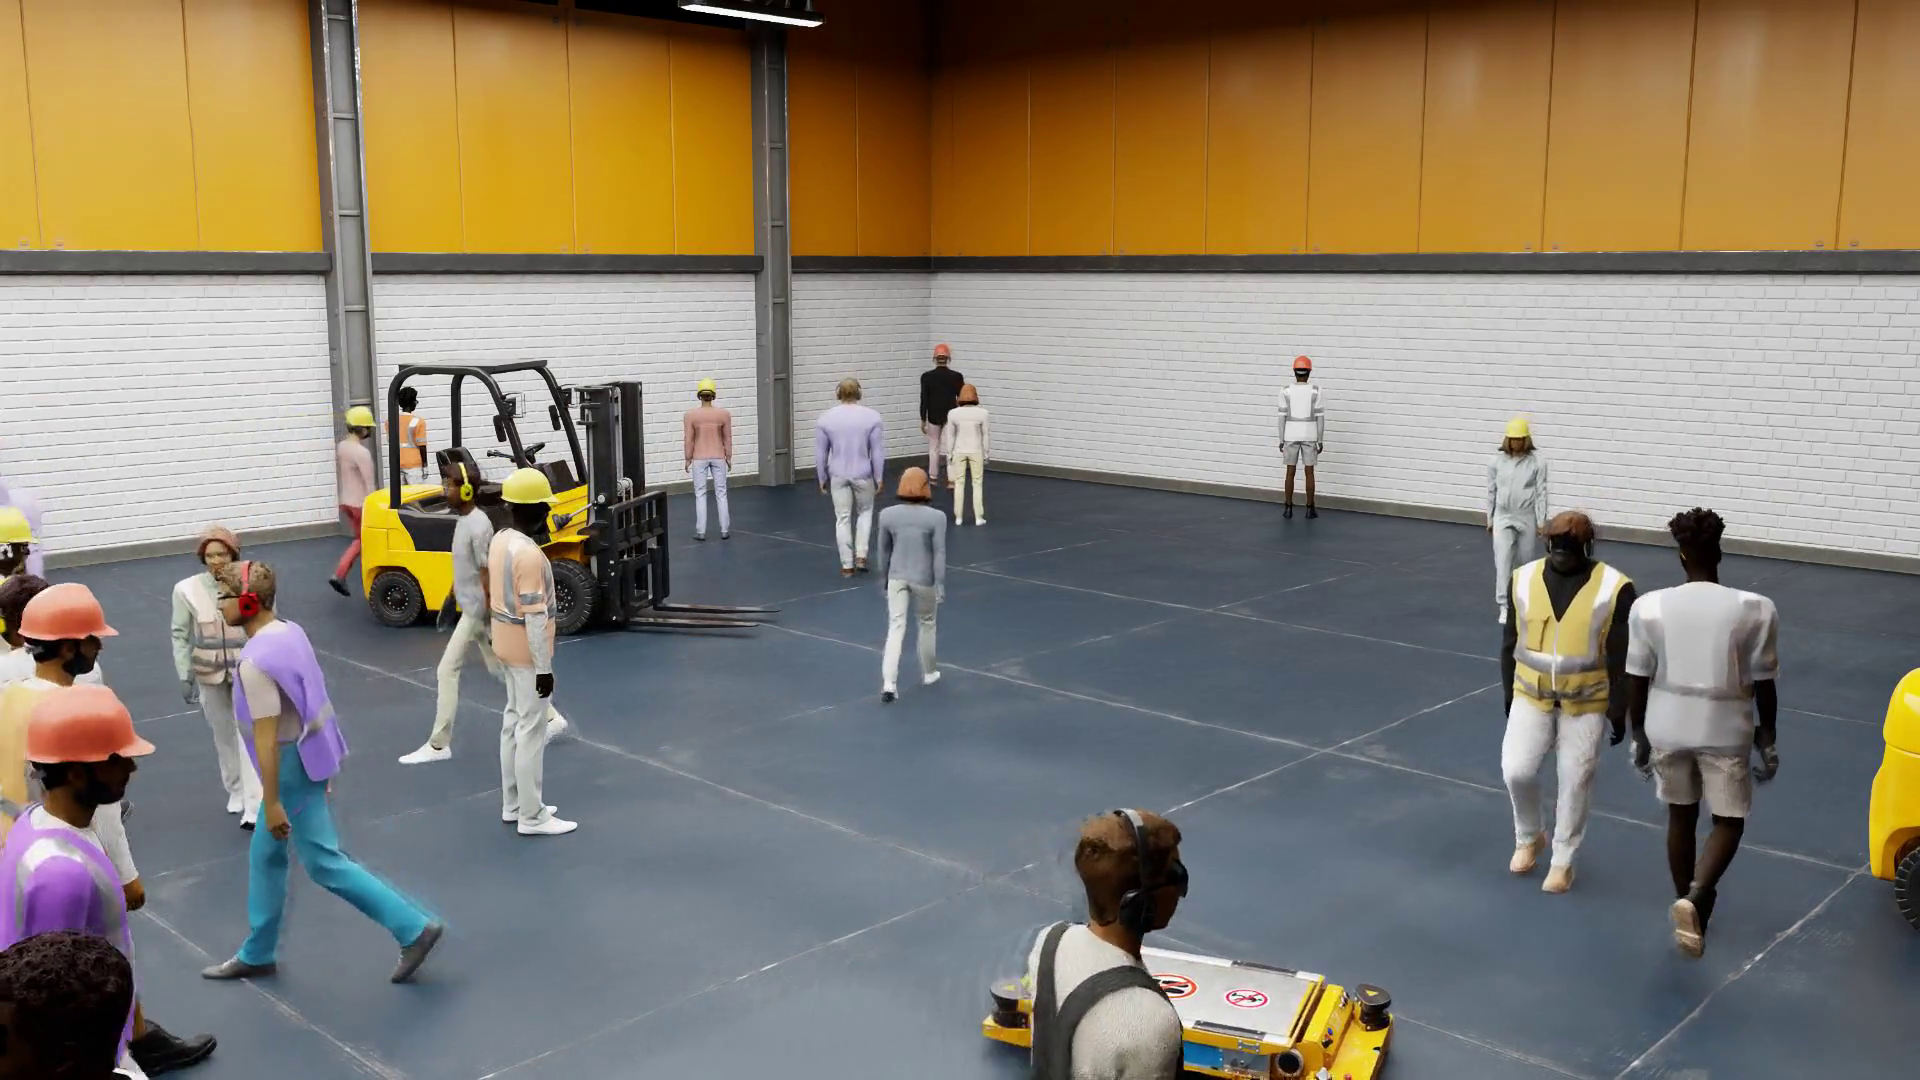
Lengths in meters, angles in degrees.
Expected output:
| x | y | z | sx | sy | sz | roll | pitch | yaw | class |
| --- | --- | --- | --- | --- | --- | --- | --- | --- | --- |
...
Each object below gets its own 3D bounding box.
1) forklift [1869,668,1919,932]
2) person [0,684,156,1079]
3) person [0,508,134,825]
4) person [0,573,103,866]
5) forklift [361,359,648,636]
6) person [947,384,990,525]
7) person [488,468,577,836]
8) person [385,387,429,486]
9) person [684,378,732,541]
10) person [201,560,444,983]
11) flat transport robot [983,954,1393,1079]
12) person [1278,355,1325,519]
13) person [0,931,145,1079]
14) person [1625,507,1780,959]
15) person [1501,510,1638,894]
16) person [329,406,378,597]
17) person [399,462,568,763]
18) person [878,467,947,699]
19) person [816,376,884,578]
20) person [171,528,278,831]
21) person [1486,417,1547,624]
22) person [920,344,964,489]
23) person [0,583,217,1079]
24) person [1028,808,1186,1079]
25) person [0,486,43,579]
| x | y | z | sx | sy | sz | roll | pitch | yaw | class |
| --- | --- | --- | --- | --- | --- | --- | --- | --- | --- |
| 5.205 | 0.723 | 7.013 | 2.313 | 2.155 | 1.214 | 9 | 13 | 43 | forklift |
| -2.390 | 1.312 | 4.350 | 0.976 | 1.897 | 0.561 | -7 | 11 | -36 | person |
| -4.744 | 0.725 | 8.289 | 0.982 | 1.764 | 0.606 | -8 | 12 | -39 | person |
| -3.365 | 1.054 | 6.062 | 0.570 | 1.840 | 0.650 | -8 | 12 | -40 | person |
| -3.850 | -0.407 | 13.936 | 2.313 | 2.155 | 1.214 | 2 | 9 | 11 | forklift |
| 0.096 | -0.976 | 19.166 | 0.501 | 1.632 | 0.273 | 2 | 9 | 10 | person |
| -2.251 | 0.580 | 8.701 | 0.370 | 1.925 | 0.595 | -6 | 11 | -31 | person |
| -5.941 | -0.804 | 17.918 | 0.530 | 1.689 | 0.321 | 4 | 10 | 23 | person |
| -2.744 | -0.873 | 18.104 | 0.528 | 1.767 | 0.330 | -3 | 10 | -17 | person |
| -2.647 | 0.957 | 6.815 | 0.949 | 1.802 | 0.582 | -2 | 9 | -10 | person |
| 0.870 | 1.795 | 6.319 | 1.431 | 0.197 | 0.652 | 4 | 10 | 22 | flat transport robot |
| 4.035 | -1.214 | 19.684 | 0.543 | 1.934 | 0.362 | 3 | 10 | 15 | person |
| -1.384 | 1.556 | 2.745 | 0.392 | 1.920 | 0.589 | -6 | 11 | -34 | person |
| 3.149 | 0.835 | 7.108 | 0.634 | 1.940 | 0.706 | 7 | 11 | 35 | person |
| 2.861 | 0.764 | 7.888 | 0.634 | 1.826 | 0.448 | 6 | 11 | 33 | person |
| -5.283 | -0.312 | 14.689 | 0.525 | 1.748 | 0.553 | -9 | 13 | -43 | person |
| -2.884 | 0.418 | 10.047 | 0.976 | 1.830 | 0.508 | -3 | 10 | -18 | person |
| -0.344 | 0.288 | 11.527 | 0.508 | 1.592 | 0.869 | 2 | 10 | 13 | person |
| -1.052 | -0.605 | 15.963 | 0.654 | 1.926 | 0.515 | 0 | 9 | -1 | person |
| -3.842 | 0.735 | 8.754 | 0.518 | 1.588 | 0.854 | -3 | 10 | -16 | person |
| 4.695 | -0.191 | 14.062 | 0.493 | 1.716 | 0.732 | 3 | 10 | 17 | person |
| -0.226 | -1.664 | 22.428 | 0.636 | 1.945 | 0.999 | -1 | 9 | -5 | person |
| -3.126 | 1.093 | 5.685 | 0.549 | 1.895 | 1.000 | 9 | 13 | 42 | person |
| 0.248 | 1.464 | 3.573 | 0.669 | 1.830 | 0.518 | -5 | 11 | -28 | person |
| -6.129 | 0.333 | 10.486 | 0.642 | 1.850 | 1.023 | -4 | 10 | -23 | person |
